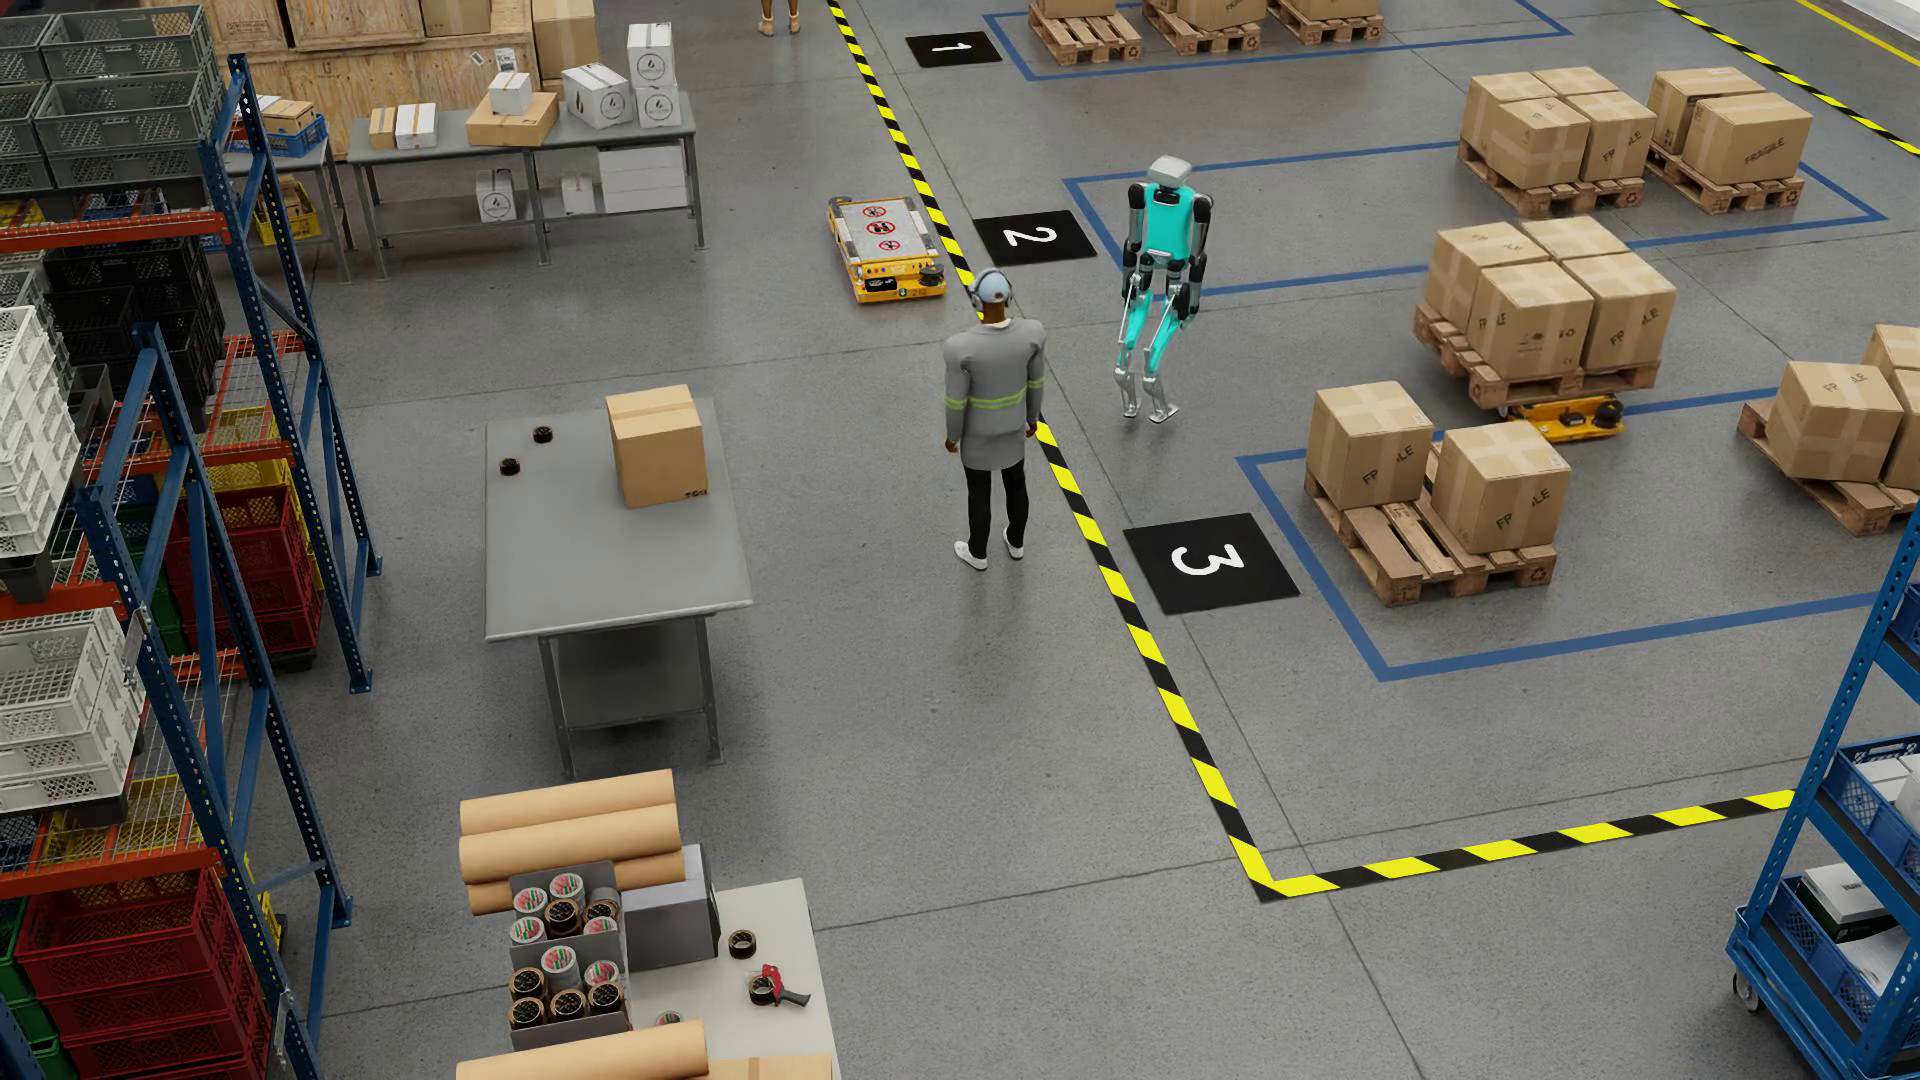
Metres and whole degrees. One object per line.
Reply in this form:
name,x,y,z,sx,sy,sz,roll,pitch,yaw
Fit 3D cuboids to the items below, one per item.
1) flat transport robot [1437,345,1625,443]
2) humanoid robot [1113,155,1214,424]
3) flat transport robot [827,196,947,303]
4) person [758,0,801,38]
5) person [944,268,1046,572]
flat transport robot,3.750,-1.117,11.031,0.652,0.197,1.431,-8,37,-10
humanoid robot,1.152,-1.446,10.154,0.533,1.677,0.735,18,40,22
flat transport robot,-0.570,-2.220,12.538,0.659,0.231,1.431,-8,37,-10
person,-1.801,-5.868,15.953,0.606,2.048,0.366,-10,38,-13
person,0.174,-0.654,9.107,0.589,1.852,0.381,-15,39,-19
